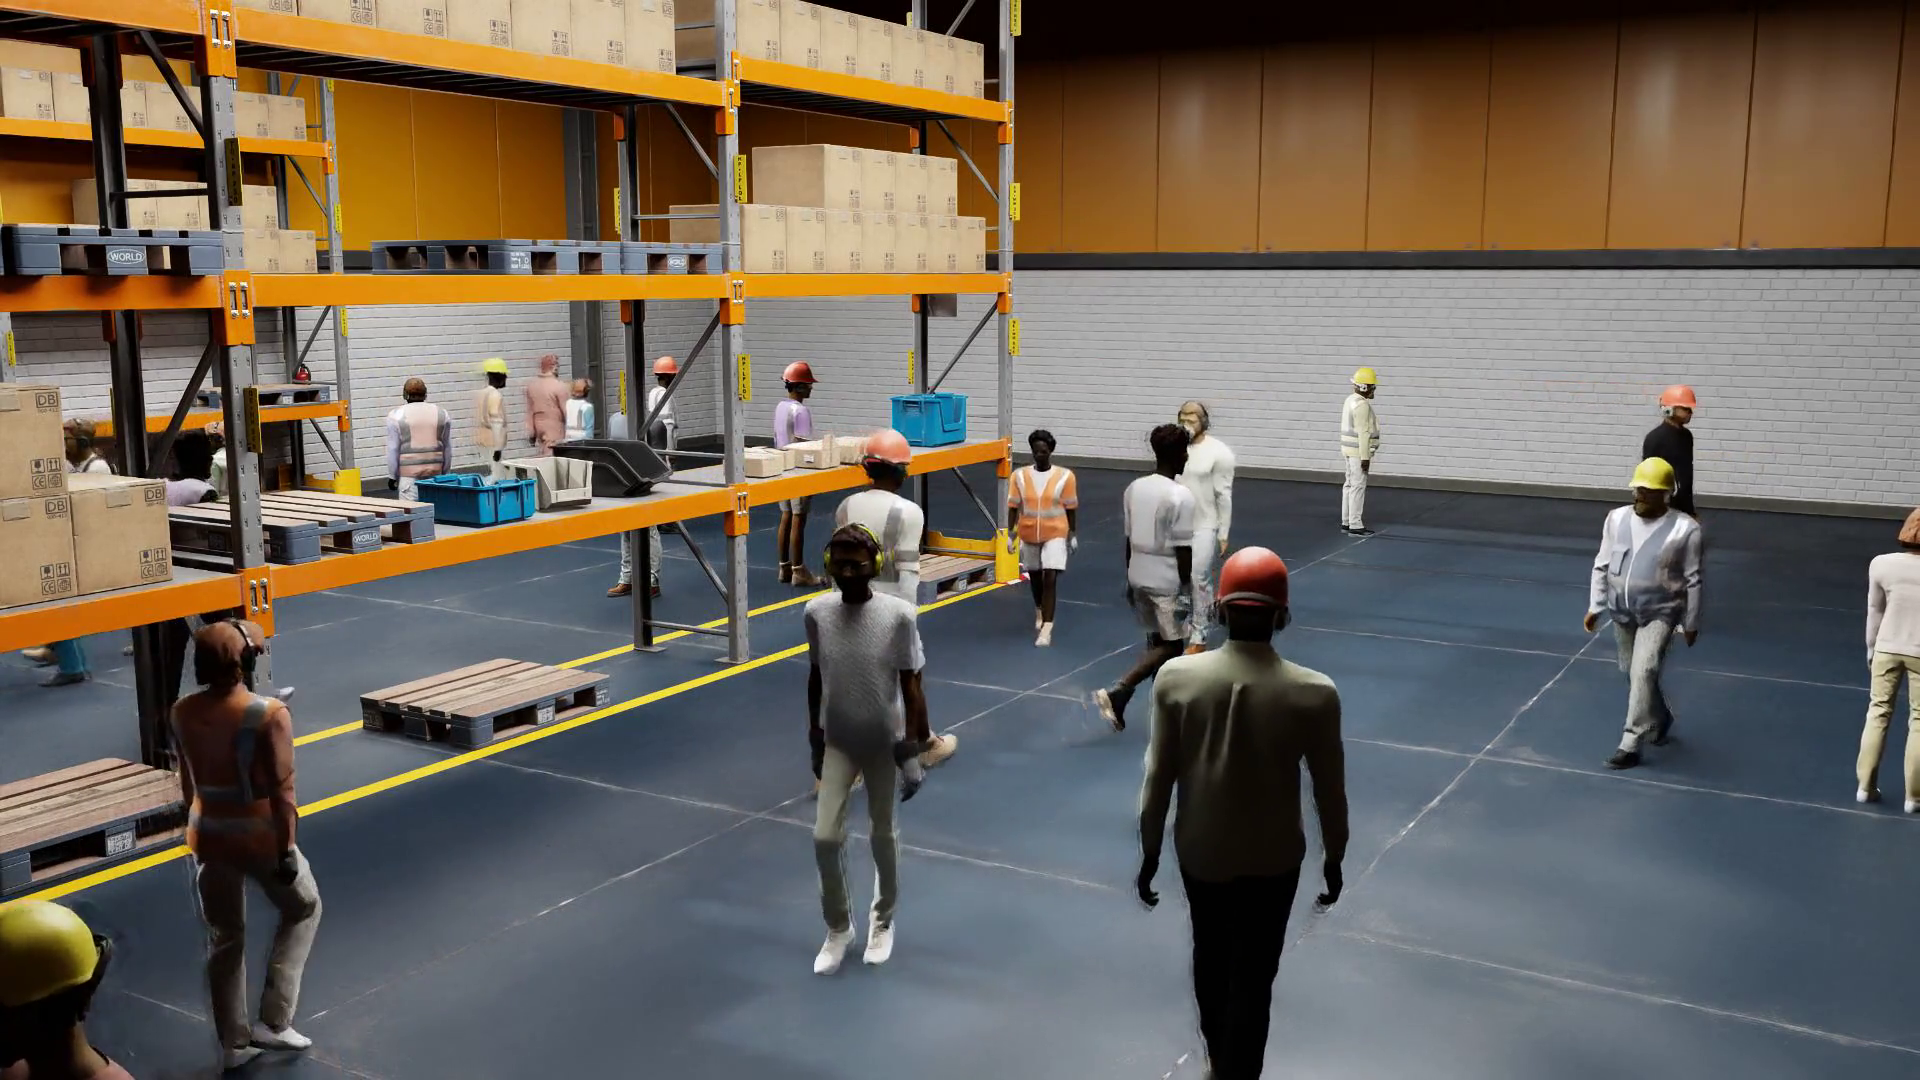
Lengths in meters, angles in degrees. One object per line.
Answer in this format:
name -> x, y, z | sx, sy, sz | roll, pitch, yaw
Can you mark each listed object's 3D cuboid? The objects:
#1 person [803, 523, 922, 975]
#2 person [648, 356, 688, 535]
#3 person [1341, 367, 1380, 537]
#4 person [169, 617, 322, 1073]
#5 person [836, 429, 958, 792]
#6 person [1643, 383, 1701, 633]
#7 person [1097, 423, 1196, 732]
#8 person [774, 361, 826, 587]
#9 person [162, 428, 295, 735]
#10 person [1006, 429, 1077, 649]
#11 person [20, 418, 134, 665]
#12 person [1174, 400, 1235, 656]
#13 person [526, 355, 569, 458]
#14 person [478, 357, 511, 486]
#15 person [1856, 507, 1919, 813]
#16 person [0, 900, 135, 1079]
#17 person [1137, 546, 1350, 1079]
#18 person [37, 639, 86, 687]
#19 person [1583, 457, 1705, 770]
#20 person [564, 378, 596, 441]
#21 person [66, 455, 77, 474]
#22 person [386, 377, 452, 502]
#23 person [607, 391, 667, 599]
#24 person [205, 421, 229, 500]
person -> -0.394, 0.855, 6.726 | 0.532, 1.843, 0.601 | 2, 9, 11
person -> -3.207, -1.030, 18.168 | 0.363, 1.939, 0.542 | -4, 10, -25
person -> 4.336, -0.952, 18.011 | 0.404, 1.829, 0.600 | 0, 9, -2
person -> -2.536, 1.081, 5.927 | 0.526, 1.624, 0.409 | 3, 10, 17
person -> -0.427, 0.382, 9.232 | 0.628, 1.982, 1.069 | 7, 11, 36
person -> 5.670, -0.271, 13.313 | 0.625, 1.992, 0.445 | -8, 12, -42
person -> 1.165, 0.250, 10.180 | 0.734, 1.945, 0.608 | -5, 10, -29
person -> -1.476, -0.600, 15.155 | 0.394, 2.044, 0.609 | -5, 10, -28
person -> -4.686, 0.239, 10.419 | 0.624, 1.876, 0.939 | 6, 11, 32
person -> 0.641, -0.046, 12.920 | 0.543, 1.659, 0.864 | 2, 9, 15
person -> -6.347, 0.008, 12.143 | 0.538, 1.794, 0.971 | 8, 12, 41
person -> 1.761, -0.087, 12.355 | 0.634, 1.926, 0.524 | 6, 11, 35
person -> -4.990, -1.327, 20.300 | 0.655, 1.862, 1.011 | 7, 12, 38
person -> -5.345, -1.119, 18.852 | 0.751, 1.903, 0.592 | -4, 10, -24
person -> 5.044, 0.627, 8.807 | 0.284, 1.626, 0.492 | -8, 12, -40
person -> -1.591, 1.482, 3.110 | 0.520, 1.733, 0.859 | 6, 11, 35
person -> 0.966, 0.983, 5.520 | 0.658, 1.956, 0.947 | 3, 10, 21
person -> -6.471, 0.146, 11.262 | 0.929, 1.796, 0.578 | -7, 12, -38
person -> 4.034, 0.396, 9.722 | 0.849, 1.803, 0.586 | -7, 11, -36
person -> -4.545, -1.095, 19.583 | 0.527, 1.620, 0.565 | 8, 12, 40
person -> -7.198, -0.101, 13.402 | 0.539, 1.611, 0.464 | 9, 13, 44
person -> -5.231, -0.648, 16.084 | 0.635, 1.842, 0.429 | -7, 12, -38
person -> -2.835, -0.445, 14.523 | 0.631, 1.939, 0.372 | 5, 10, 29
person -> -6.064, -0.176, 13.804 | 0.314, 1.629, 0.509 | 1, 9, 4
